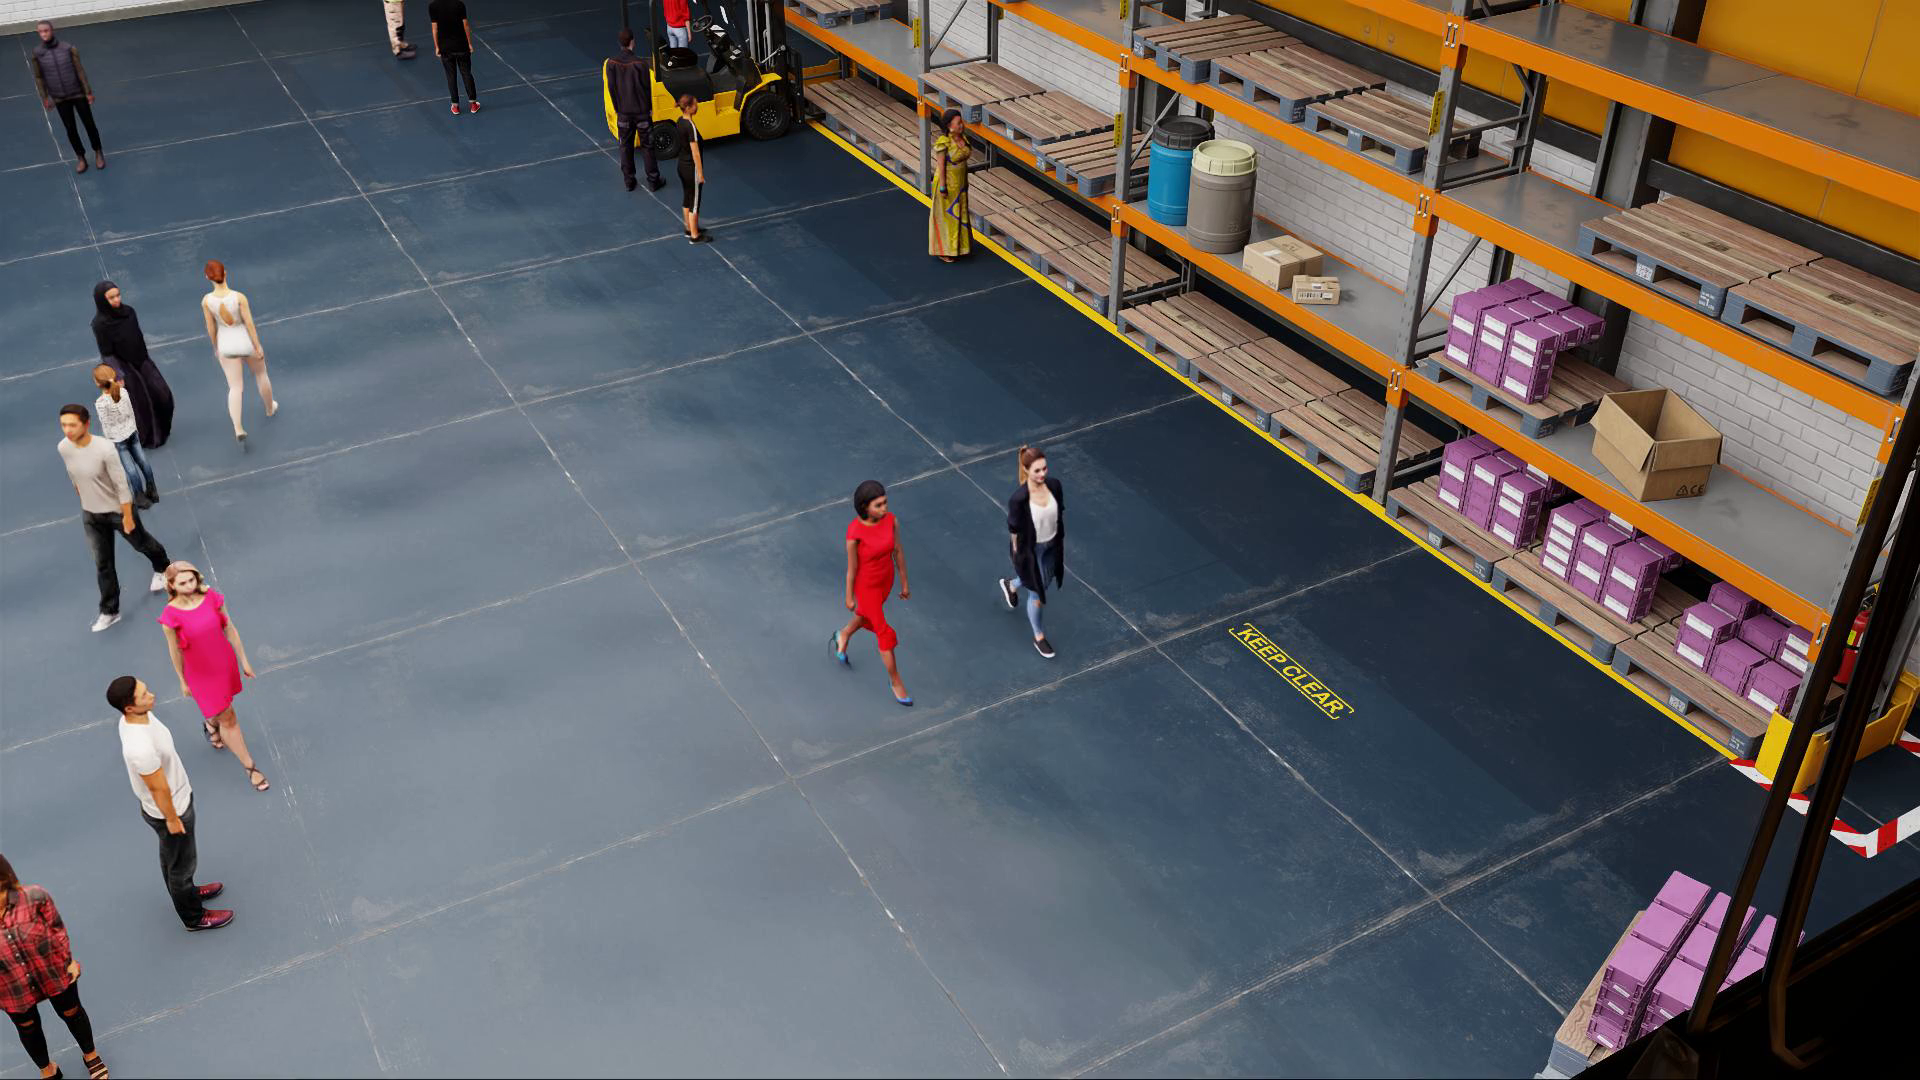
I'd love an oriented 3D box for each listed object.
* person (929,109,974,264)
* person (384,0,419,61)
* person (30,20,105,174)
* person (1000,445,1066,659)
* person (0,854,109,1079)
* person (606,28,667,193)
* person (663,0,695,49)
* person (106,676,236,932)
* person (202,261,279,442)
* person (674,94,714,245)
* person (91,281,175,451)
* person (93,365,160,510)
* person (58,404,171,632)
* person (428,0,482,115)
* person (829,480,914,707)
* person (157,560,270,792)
[{"bbox_3d":[-0.087,-3.853,17.984,0.980,1.658,0.987,20,38,27],"label":"person"},{"bbox_3d":[-8.134,-7.871,23.865,0.841,1.841,0.730,-6,34,-9],"label":"person"},{"bbox_3d":[-10.776,-5.391,20.141,0.763,1.833,0.657,-11,35,-16],"label":"person"},{"bbox_3d":[0.511,0.029,12.138,0.653,1.665,0.967,-19,38,-26],"label":"person"},{"bbox_3d":[-4.871,2.277,8.726,0.603,1.699,0.531,-18,38,-25],"label":"person"},{"bbox_3d":[-3.832,-5.050,19.556,0.776,1.913,0.809,5,34,7],"label":"person"},{"bbox_3d":[-3.820,-6.915,22.549,0.568,1.705,0.741,24,41,32],"label":"person"},{"bbox_3d":[-4.674,1.529,9.757,0.689,1.804,0.466,-17,37,-24],"label":"person"},{"bbox_3d":[-6.408,-1.643,14.707,0.810,1.607,1.101,-6,34,-9],"label":"person"},{"bbox_3d":[-2.983,-4.105,18.355,0.643,1.668,0.462,-16,37,-23],"label":"person"},{"bbox_3d":[-7.342,-1.556,14.571,0.913,1.612,0.844,15,37,22],"label":"person"},{"bbox_3d":[-6.932,-0.860,13.791,0.629,1.315,0.573,13,36,19],"label":"person"},{"bbox_3d":[-6.335,-0.276,12.510,1.108,1.762,1.251,4,34,6],"label":"person"},{"bbox_3d":[-6.665,-6.501,21.883,0.680,1.754,0.617,-9,35,-13],"label":"person"},{"bbox_3d":[-0.670,0.316,11.676,1.162,1.700,0.781,29,43,36],"label":"person"},{"bbox_3d":[-4.956,0.826,10.924,1.096,1.681,0.826,25,41,32],"label":"person"}]
